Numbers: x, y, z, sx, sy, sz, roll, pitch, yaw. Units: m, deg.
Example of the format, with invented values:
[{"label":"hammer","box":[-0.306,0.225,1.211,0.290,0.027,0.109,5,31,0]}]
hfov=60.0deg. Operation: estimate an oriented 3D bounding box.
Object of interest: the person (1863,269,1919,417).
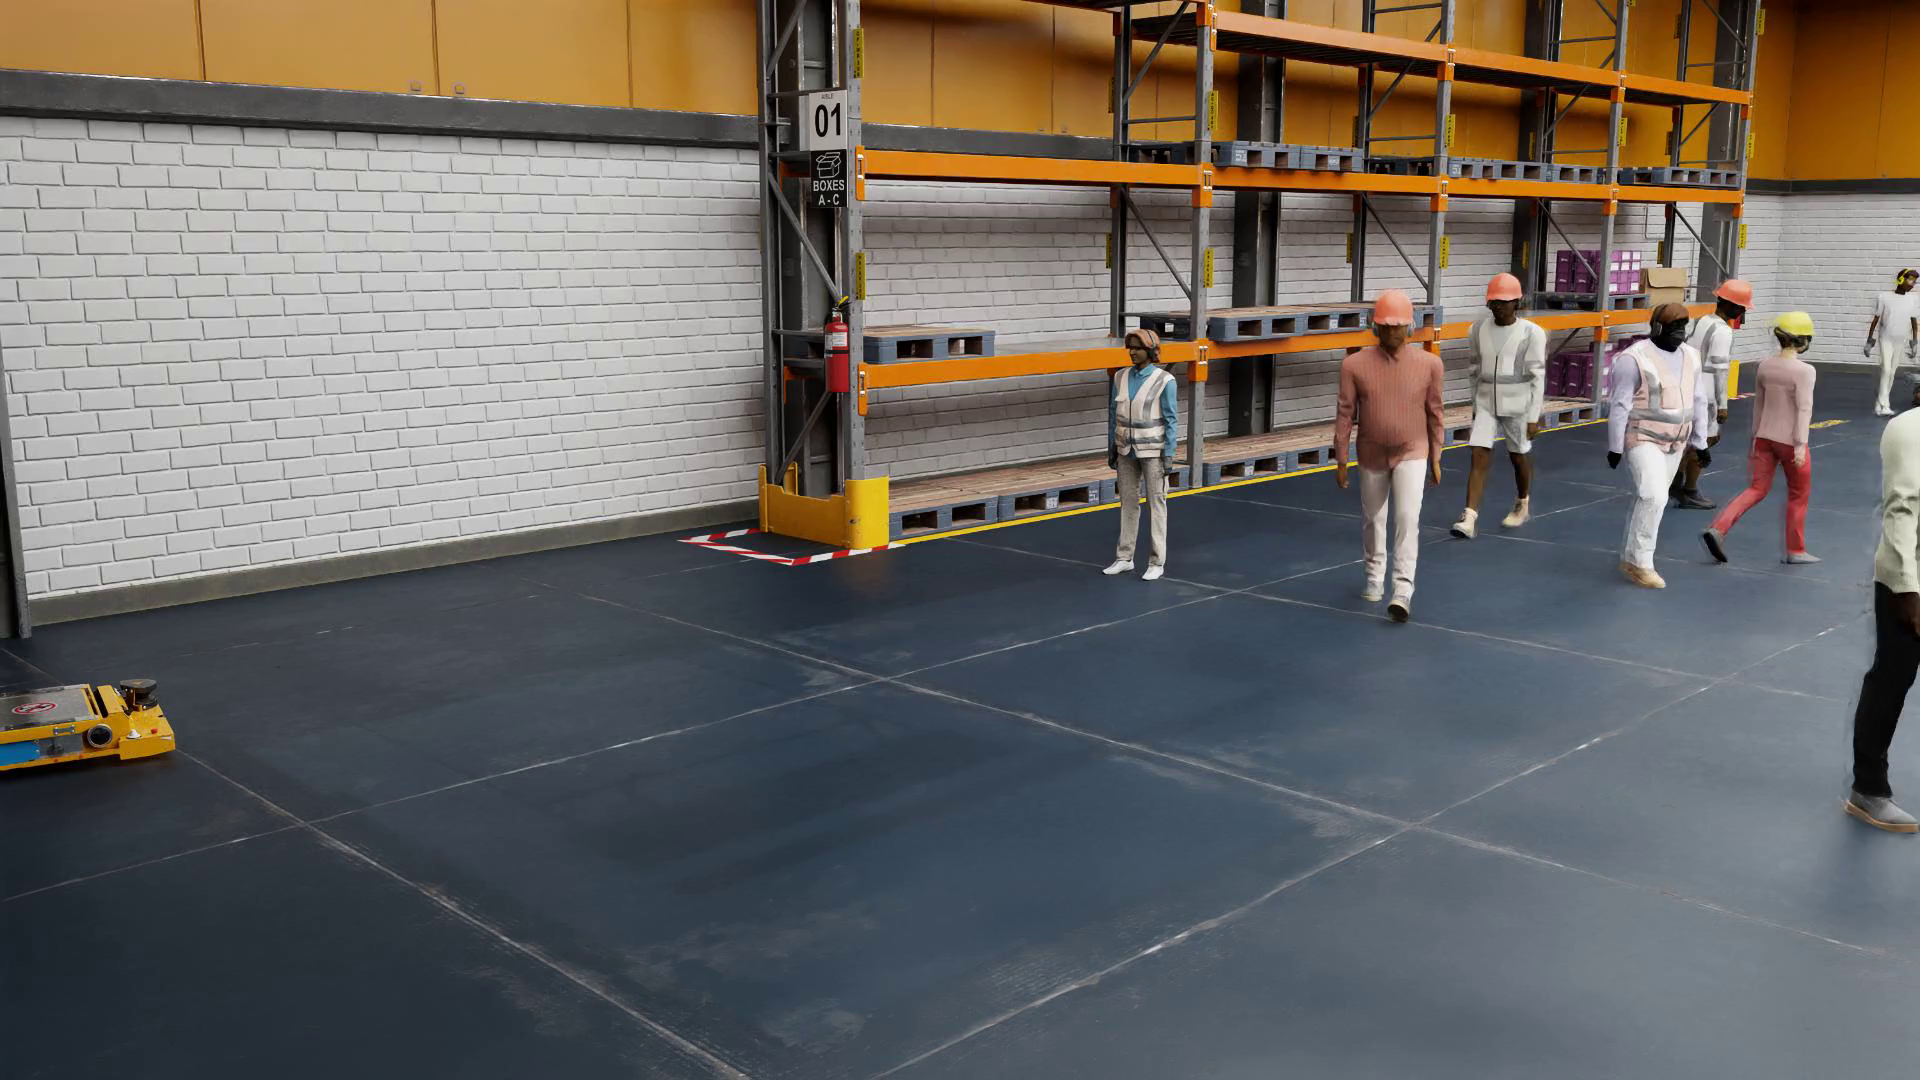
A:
[{"label":"person","box":[11.516,-2.411,20.483,0.560,1.824,0.860,1,10,8]}]

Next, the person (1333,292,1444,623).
[{"label":"person","box":[2.529,-0.502,9.850,0.636,1.910,1.094,3,11,17]}]

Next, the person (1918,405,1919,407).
[{"label":"person","box":[12.415,-2.572,20.771,0.699,2.000,0.931,0,10,-2]}]

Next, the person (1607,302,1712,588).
[{"label":"person","box":[4.512,-0.601,10.649,0.626,1.819,0.687,-5,11,-24]}]

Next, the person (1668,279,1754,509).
[{"label":"person","box":[6.104,-1.167,13.506,0.471,1.892,0.633,1,10,6]}]

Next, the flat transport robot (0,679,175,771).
[{"label":"flat transport robot","box":[-4.149,0.833,7.029,1.431,0.197,0.652,-6,12,-31]}]

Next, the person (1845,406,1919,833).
[{"label":"person","box":[3.619,0.178,5.994,0.623,1.959,0.893,-2,11,-11]}]

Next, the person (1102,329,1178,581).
[{"label":"person","box":[1.189,-0.557,10.870,0.514,1.642,0.314,10,14,42]}]

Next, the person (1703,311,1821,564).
[{"label":"person","box":[5.511,-0.680,11.280,0.779,1.742,0.527,-3,11,-14]}]

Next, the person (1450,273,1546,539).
[{"label":"person","box":[4.063,-1.001,12.409,0.623,1.967,1.157,8,13,39]}]
